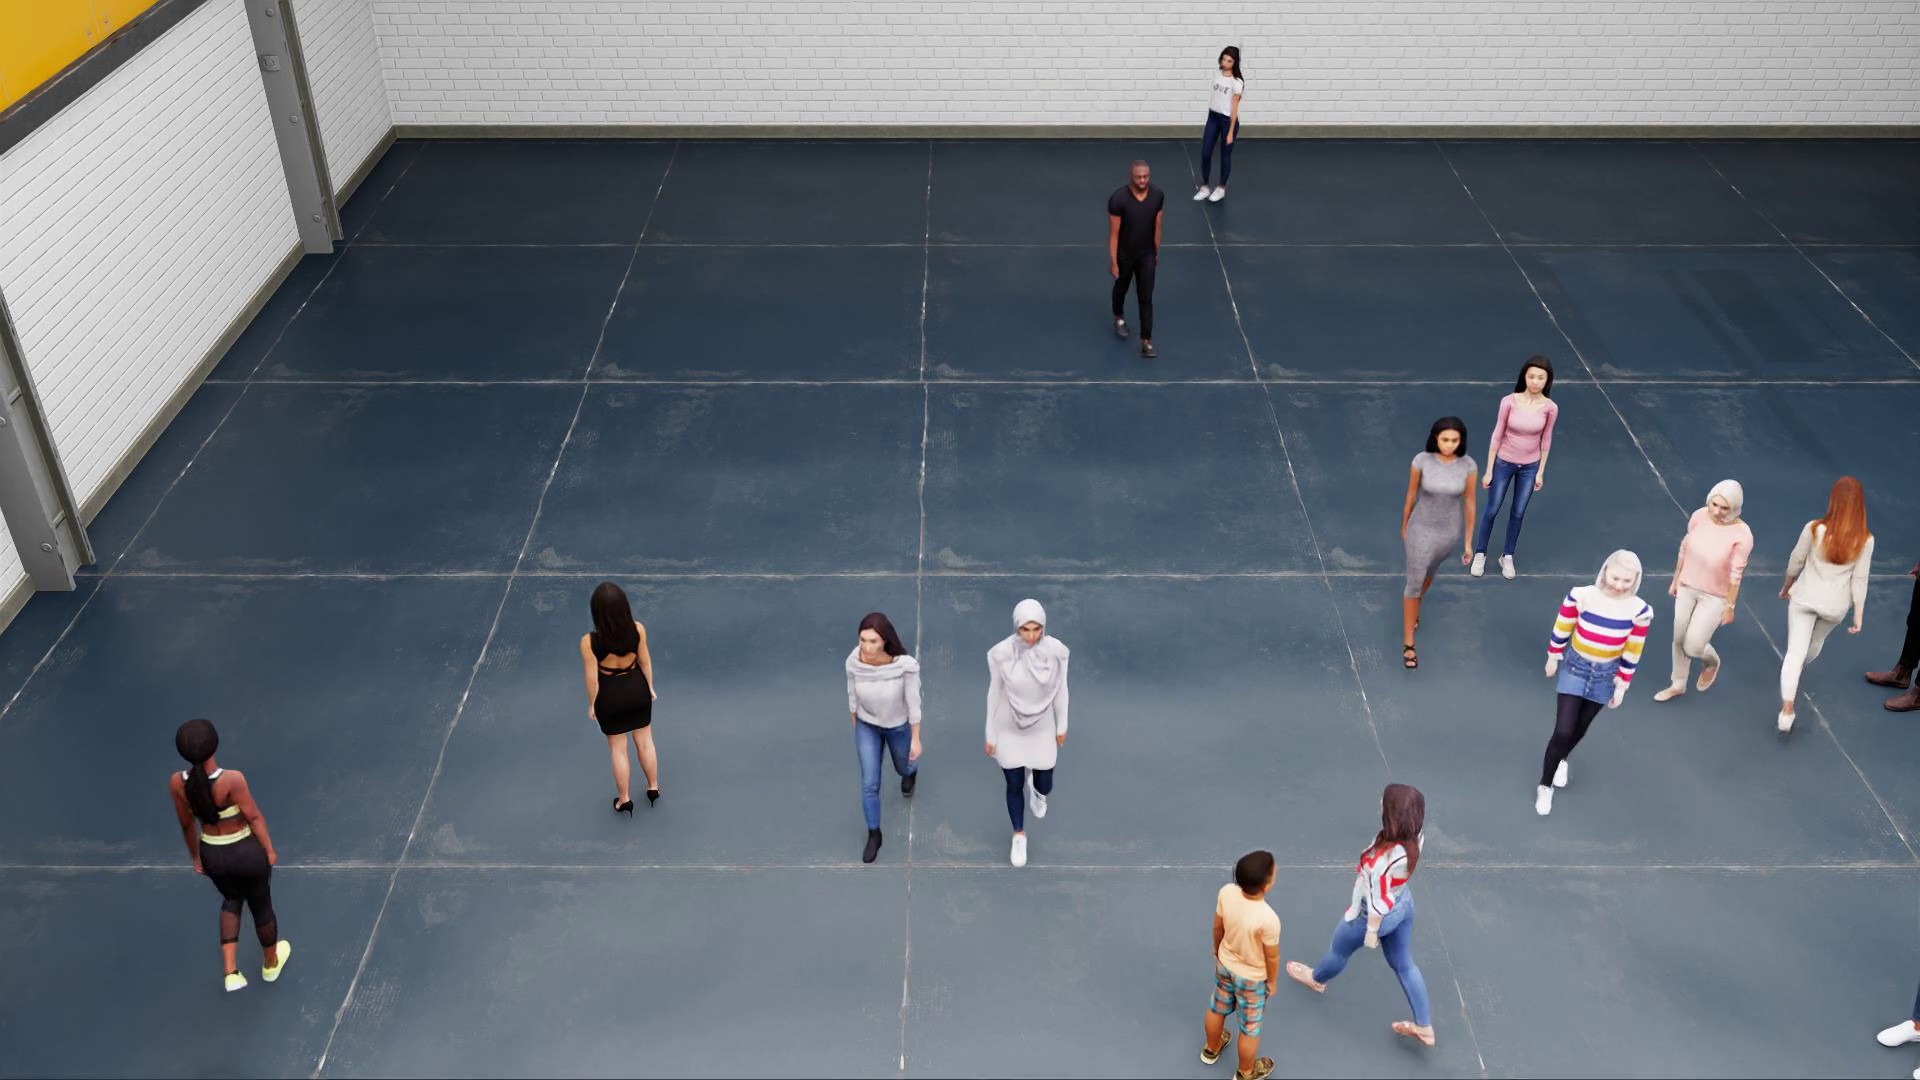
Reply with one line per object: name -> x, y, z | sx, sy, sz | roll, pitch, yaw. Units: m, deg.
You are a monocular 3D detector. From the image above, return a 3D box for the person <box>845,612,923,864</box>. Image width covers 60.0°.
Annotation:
person -> -0.405, 1.054, 9.622 | 0.749, 1.603, 1.066 | 6, 34, 9

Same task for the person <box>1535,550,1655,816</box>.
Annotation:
person -> 3.763, 0.745, 9.920 | 0.778, 1.788, 0.906 | 8, 35, 12

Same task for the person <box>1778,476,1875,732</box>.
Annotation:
person -> 5.394, 0.453, 10.477 | 0.960, 1.656, 1.235 | 15, 37, 22

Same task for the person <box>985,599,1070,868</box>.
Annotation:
person -> 0.369, 1.037, 9.500 | 0.623, 1.766, 0.786 | 1, 34, 1

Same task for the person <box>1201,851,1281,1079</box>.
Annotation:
person -> 1.394, 2.095, 8.185 | 0.593, 1.460, 0.653 | 28, 43, 35

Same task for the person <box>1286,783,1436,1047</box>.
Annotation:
person -> 2.201, 1.908, 8.367 | 1.117, 1.570, 1.092 | 26, 42, 34

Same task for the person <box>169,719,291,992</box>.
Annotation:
person -> -3.748, 1.696, 8.530 | 0.549, 1.742, 0.731 | 0, 34, 0

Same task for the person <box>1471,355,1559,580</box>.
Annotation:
person -> 3.969, -0.527, 11.874 | 0.602, 1.743, 0.569 | 6, 34, 9

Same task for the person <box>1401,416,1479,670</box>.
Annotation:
person -> 3.174, -0.076, 11.190 | 0.674, 1.749, 1.041 | 3, 34, 4

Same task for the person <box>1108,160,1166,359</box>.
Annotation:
person -> 1.524, -2.567, 14.926 | 0.827, 1.761, 1.256 | -6, 34, -9

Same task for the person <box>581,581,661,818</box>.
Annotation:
person -> -1.973, 0.941, 9.747 | 0.622, 1.653, 0.616 | -16, 37, -22

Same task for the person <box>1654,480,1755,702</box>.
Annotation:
person -> 4.820, 0.312, 10.644 | 0.842, 1.706, 0.784 | -18, 38, -25

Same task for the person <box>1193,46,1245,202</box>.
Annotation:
person -> 2.826, -4.435, 17.752 | 0.846, 1.744, 0.786 | -23, 40, -31
